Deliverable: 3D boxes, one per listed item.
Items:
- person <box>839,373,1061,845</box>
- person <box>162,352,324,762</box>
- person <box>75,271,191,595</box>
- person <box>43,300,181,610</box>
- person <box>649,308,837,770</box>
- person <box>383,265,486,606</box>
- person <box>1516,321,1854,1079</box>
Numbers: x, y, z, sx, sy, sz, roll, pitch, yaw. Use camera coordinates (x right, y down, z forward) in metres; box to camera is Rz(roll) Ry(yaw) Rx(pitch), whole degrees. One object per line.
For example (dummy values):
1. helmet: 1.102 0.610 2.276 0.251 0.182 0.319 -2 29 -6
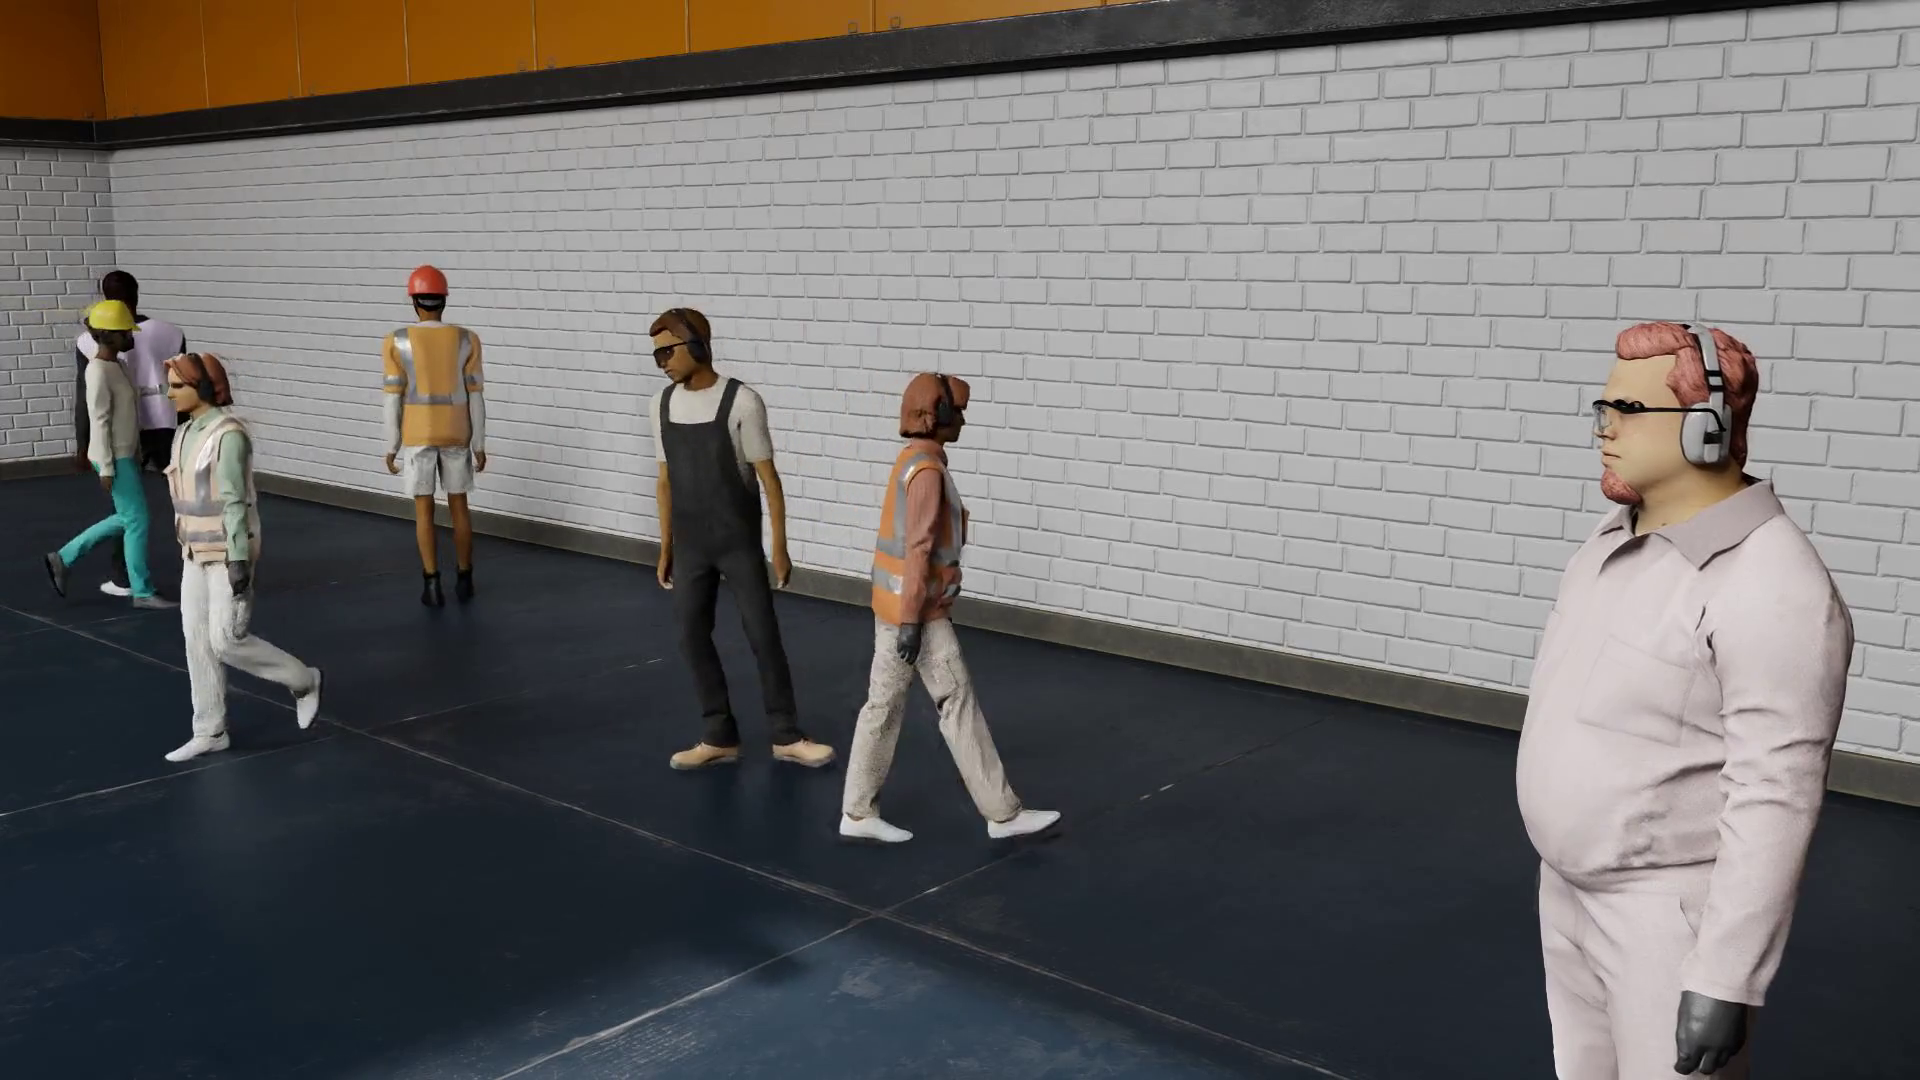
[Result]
1. person: -0.046 0.245 5.614 0.824 1.593 0.536 -1 10 -8
2. person: -2.895 0.061 6.617 0.527 1.621 0.536 8 13 39
3. person: -4.714 -0.611 9.711 0.818 1.890 0.549 -7 12 -34
4. person: -4.755 -0.456 9.224 0.672 1.741 0.538 -3 10 -16
5. person: -0.847 0.020 6.380 0.699 1.806 0.459 4 11 20
6. person: -2.990 -0.597 9.504 0.551 1.938 0.409 -5 11 -25
7. person: 1.121 0.599 2.756 0.409 1.908 0.642 -1 10 -6
